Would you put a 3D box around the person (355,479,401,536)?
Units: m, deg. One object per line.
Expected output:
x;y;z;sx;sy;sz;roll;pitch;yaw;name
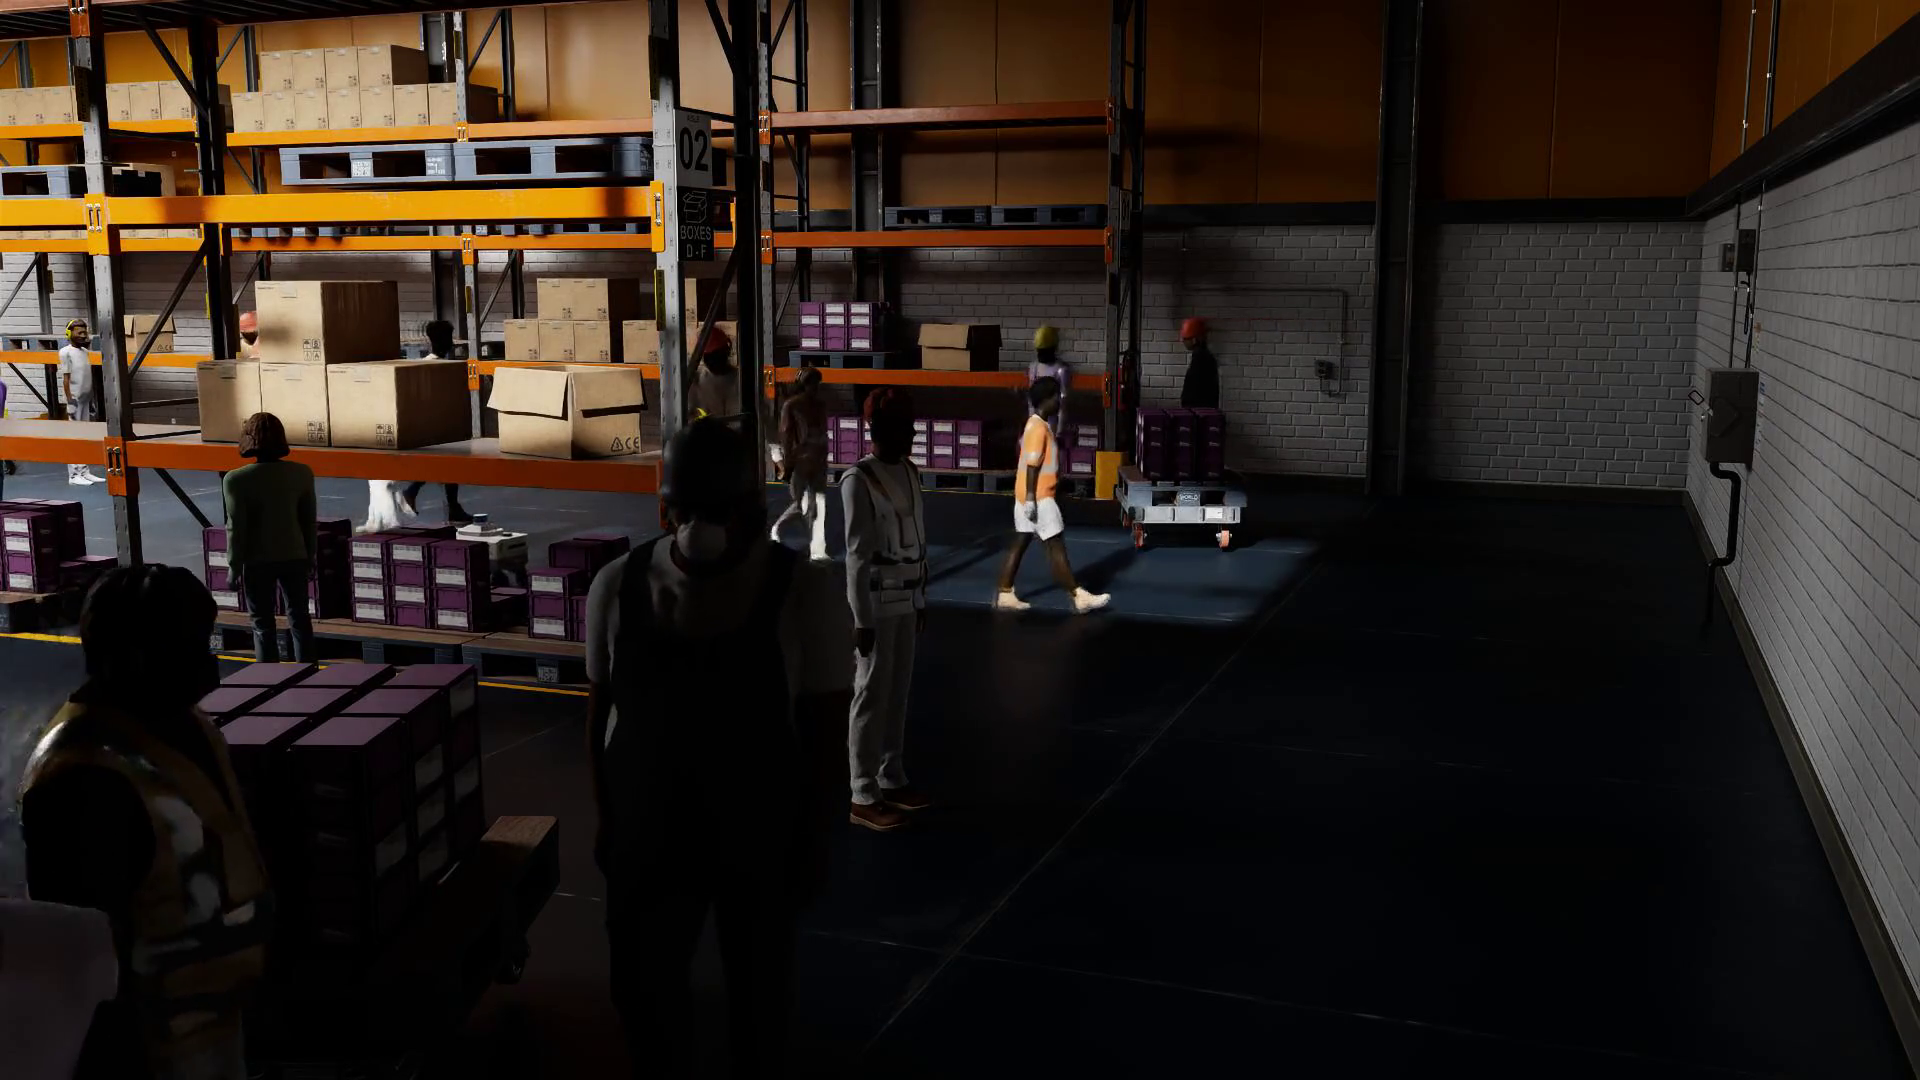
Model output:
-5.219;-0.866;14.650;0.832;1.807;0.626;4;10;26;person

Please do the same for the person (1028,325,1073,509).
0.823;-1.064;15.560;0.497;1.896;0.615;-7;11;-36;person

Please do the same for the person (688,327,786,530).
-1.690;-0.609;12.483;0.749;1.975;0.987;-1;9;-8;person

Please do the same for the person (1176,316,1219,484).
2.289;-1.143;15.863;0.486;1.967;0.613;2;9;14;person

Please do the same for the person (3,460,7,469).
-11.575;-1.529;19.385;0.675;1.614;0.520;0;9;0;person

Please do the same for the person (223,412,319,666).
-3.673;0.133;8.899;0.278;1.633;0.507;8;12;40;person

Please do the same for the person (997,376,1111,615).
0.647;-0.301;11.518;0.849;1.652;0.551;0;9;2;person

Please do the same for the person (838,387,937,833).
-0.307;0.288;7.137;0.343;1.882;0.585;4;10;22;person

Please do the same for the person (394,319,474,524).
-4.933;-1.099;15.633;0.662;1.948;0.600;-5;10;-28;person

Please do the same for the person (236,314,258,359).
-8.438;-1.727;19.763;0.621;1.901;0.609;5;10;27;person

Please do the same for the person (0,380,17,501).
-7.816;-0.664;13.239;0.387;1.846;0.566;3;10;20;person

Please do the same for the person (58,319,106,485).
-9.911;-1.550;18.753;0.335;1.864;0.521;0;9;0;person

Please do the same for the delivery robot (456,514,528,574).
-3.600;0.048;12.517;0.707;0.478;0.477;5;10;27;delivery robot

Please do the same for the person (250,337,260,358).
-4.898;-0.510;11.991;0.551;1.933;0.372;6;11;34;person

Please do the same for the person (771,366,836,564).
-1.299;-0.611;13.585;0.515;1.622;0.554;7;11;37;person

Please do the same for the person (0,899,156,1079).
-1.345;1.093;2.143;0.599;1.874;0.991;-8;12;-42;person

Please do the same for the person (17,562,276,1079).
-1.648;0.939;3.278;0.580;1.823;0.643;-2;9;-13;person
